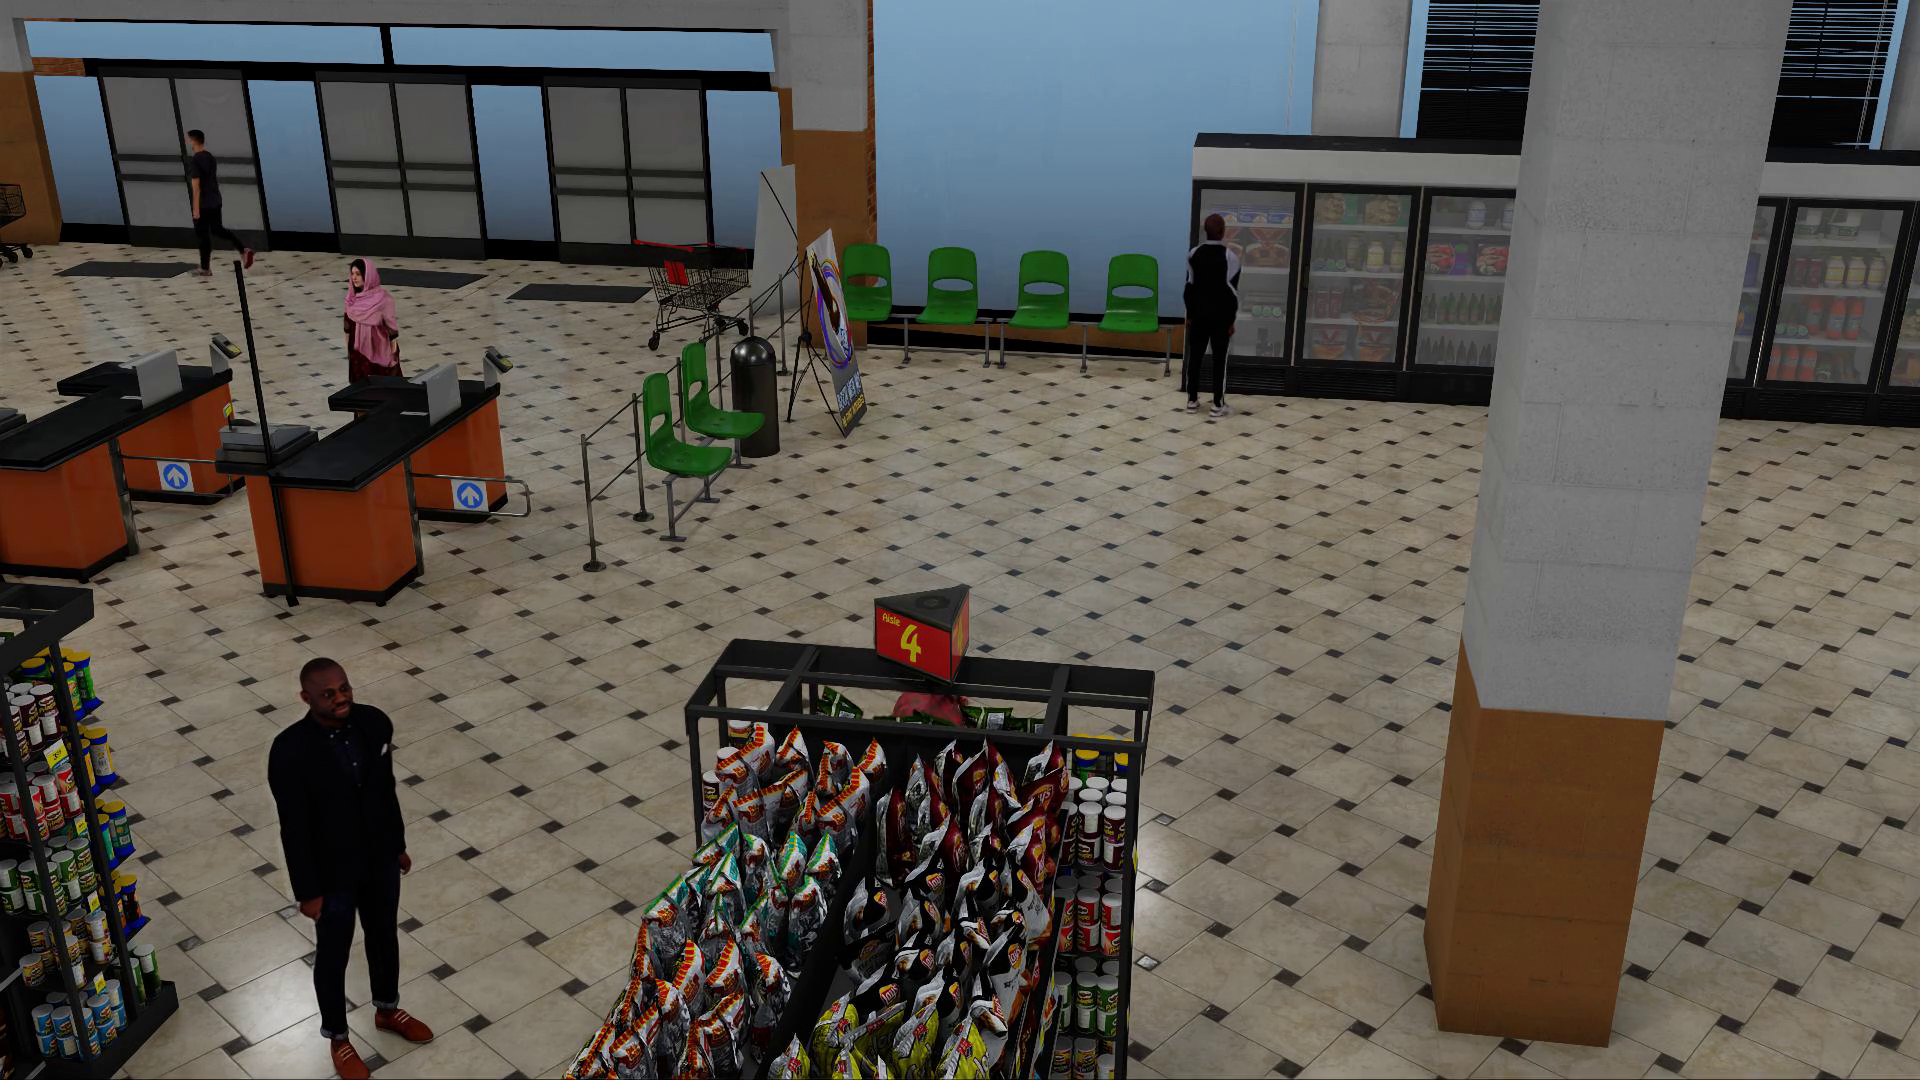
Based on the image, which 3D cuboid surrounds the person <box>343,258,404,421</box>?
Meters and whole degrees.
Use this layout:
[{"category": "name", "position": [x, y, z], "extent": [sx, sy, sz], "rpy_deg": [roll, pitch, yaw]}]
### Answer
[{"category": "person", "position": [-4.966, -1.584, 14.084], "extent": [0.654, 1.639, 0.593], "rpy_deg": [5, 22, 11]}]

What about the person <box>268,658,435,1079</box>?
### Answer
[{"category": "person", "position": [-2.452, 1.294, 6.681], "extent": [0.836, 1.818, 0.699], "rpy_deg": [15, 26, 33]}]

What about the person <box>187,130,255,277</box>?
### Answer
[{"category": "person", "position": [-9.010, -4.047, 20.072], "extent": [0.793, 1.745, 0.983], "rpy_deg": [1, 22, 2]}]

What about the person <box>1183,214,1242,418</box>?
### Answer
[{"category": "person", "position": [2.241, -2.020, 14.917], "extent": [0.724, 1.827, 0.688], "rpy_deg": [13, 25, 30]}]
